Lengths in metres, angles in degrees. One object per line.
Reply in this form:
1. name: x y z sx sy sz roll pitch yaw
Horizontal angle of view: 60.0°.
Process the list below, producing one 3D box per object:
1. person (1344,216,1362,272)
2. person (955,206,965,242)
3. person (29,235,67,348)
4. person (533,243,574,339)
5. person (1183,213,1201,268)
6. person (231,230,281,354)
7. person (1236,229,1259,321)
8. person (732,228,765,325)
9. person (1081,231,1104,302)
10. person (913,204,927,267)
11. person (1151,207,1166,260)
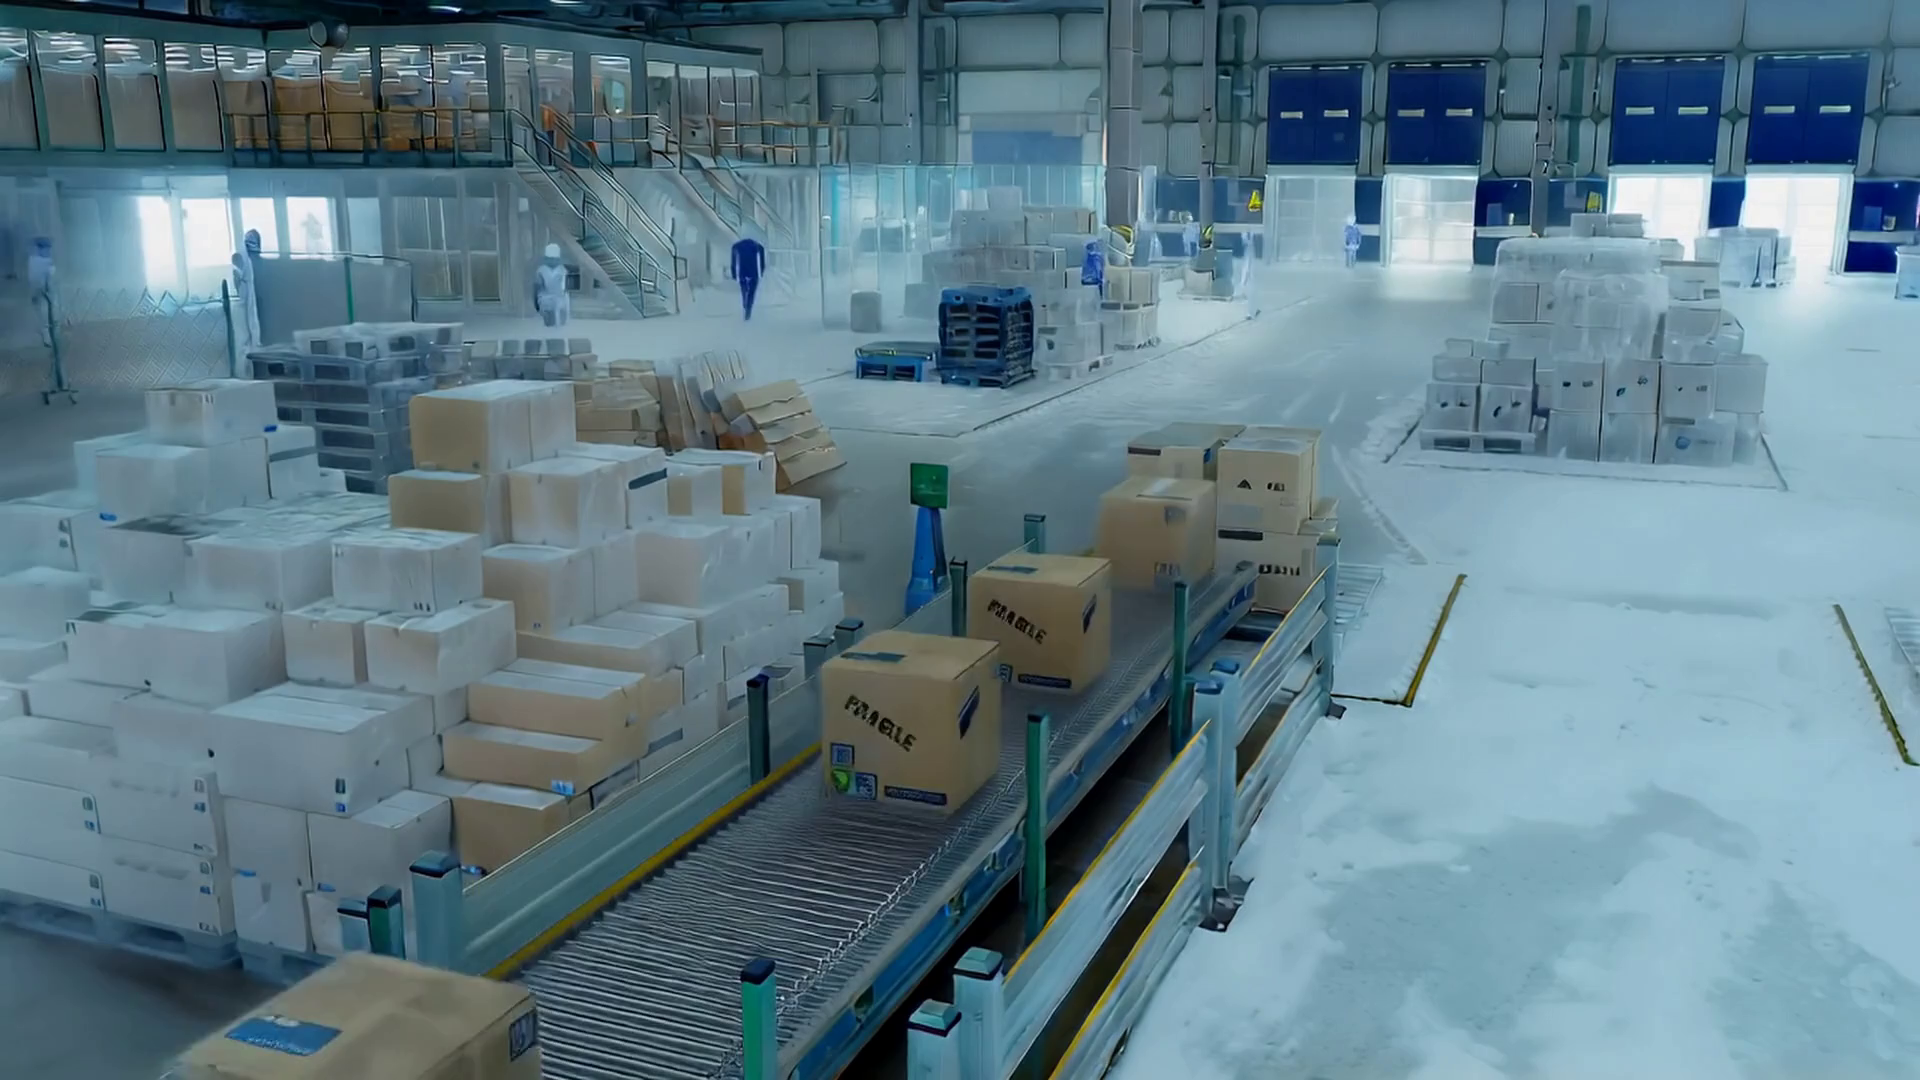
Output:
1. person: 11.659 -8.787 49.394 0.539 1.646 0.910 4 13 18
2. person: 0.000 -8.462 47.146 0.608 1.995 0.376 4 13 19
3. person: -15.478 -4.200 28.233 0.417 1.912 0.588 2 13 8
4. person: -6.089 -3.491 25.035 0.583 1.906 0.798 -8 15 -33
5. person: 7.091 -9.163 50.951 0.551 1.705 0.962 -6 14 -23
6. person: -11.598 -4.102 27.483 0.689 2.000 0.539 -2 13 -9
7. person: 5.697 -5.275 33.175 0.376 1.851 0.517 2 13 7
8. person: -4.152 -5.185 32.722 0.624 1.885 1.036 1 13 5
9. person: 2.080 -3.856 26.376 0.373 2.043 0.615 3 13 14
10. person: -1.212 -9.517 51.982 0.602 1.948 0.386 -11 17 -41
11. person: 6.187 -9.513 52.190 1.013 1.847 0.680 1 13 5
